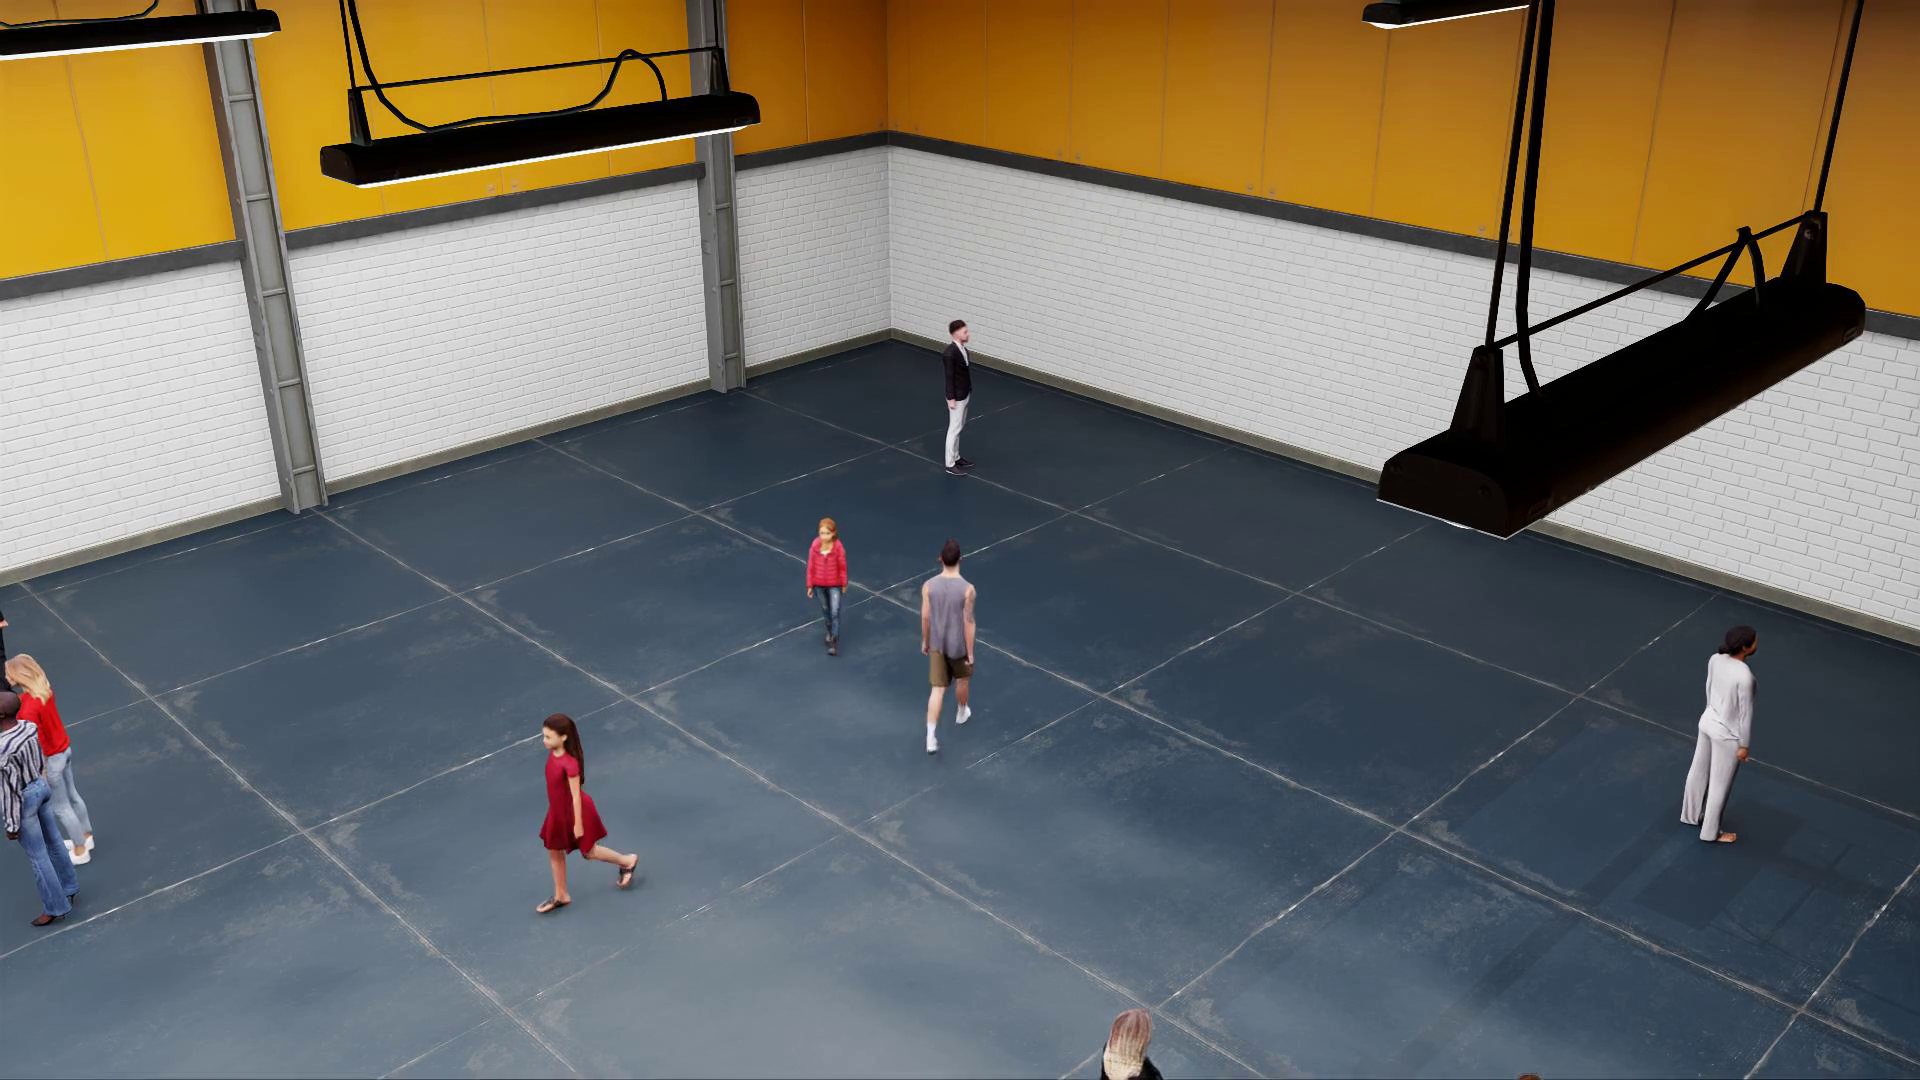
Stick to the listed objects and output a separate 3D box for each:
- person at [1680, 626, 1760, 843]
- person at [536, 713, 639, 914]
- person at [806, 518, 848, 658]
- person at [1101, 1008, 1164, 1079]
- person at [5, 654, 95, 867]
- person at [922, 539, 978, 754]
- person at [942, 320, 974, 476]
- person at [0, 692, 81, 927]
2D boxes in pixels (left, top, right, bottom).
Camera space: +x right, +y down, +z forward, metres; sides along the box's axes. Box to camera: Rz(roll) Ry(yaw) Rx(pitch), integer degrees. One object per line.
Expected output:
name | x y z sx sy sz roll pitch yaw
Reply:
person | 5.734 1.433 12.501 0.729 1.736 0.711 -4 24 -10
person | -2.668 1.888 11.719 1.001 1.529 0.602 -18 29 -35
person | -1.217 0.387 15.448 0.789 1.292 0.912 4 24 9
person | 0.854 3.145 8.646 0.660 1.686 0.683 -11 26 -23
person | -6.640 1.605 12.148 0.701 1.704 0.697 -5 24 -12
person | -0.114 0.921 13.802 1.038 1.811 1.270 5 24 11
person | -0.035 -1.702 19.540 0.803 1.842 0.659 7 25 16
person | -6.431 1.837 11.503 0.738 1.795 0.693 -1 24 -3
